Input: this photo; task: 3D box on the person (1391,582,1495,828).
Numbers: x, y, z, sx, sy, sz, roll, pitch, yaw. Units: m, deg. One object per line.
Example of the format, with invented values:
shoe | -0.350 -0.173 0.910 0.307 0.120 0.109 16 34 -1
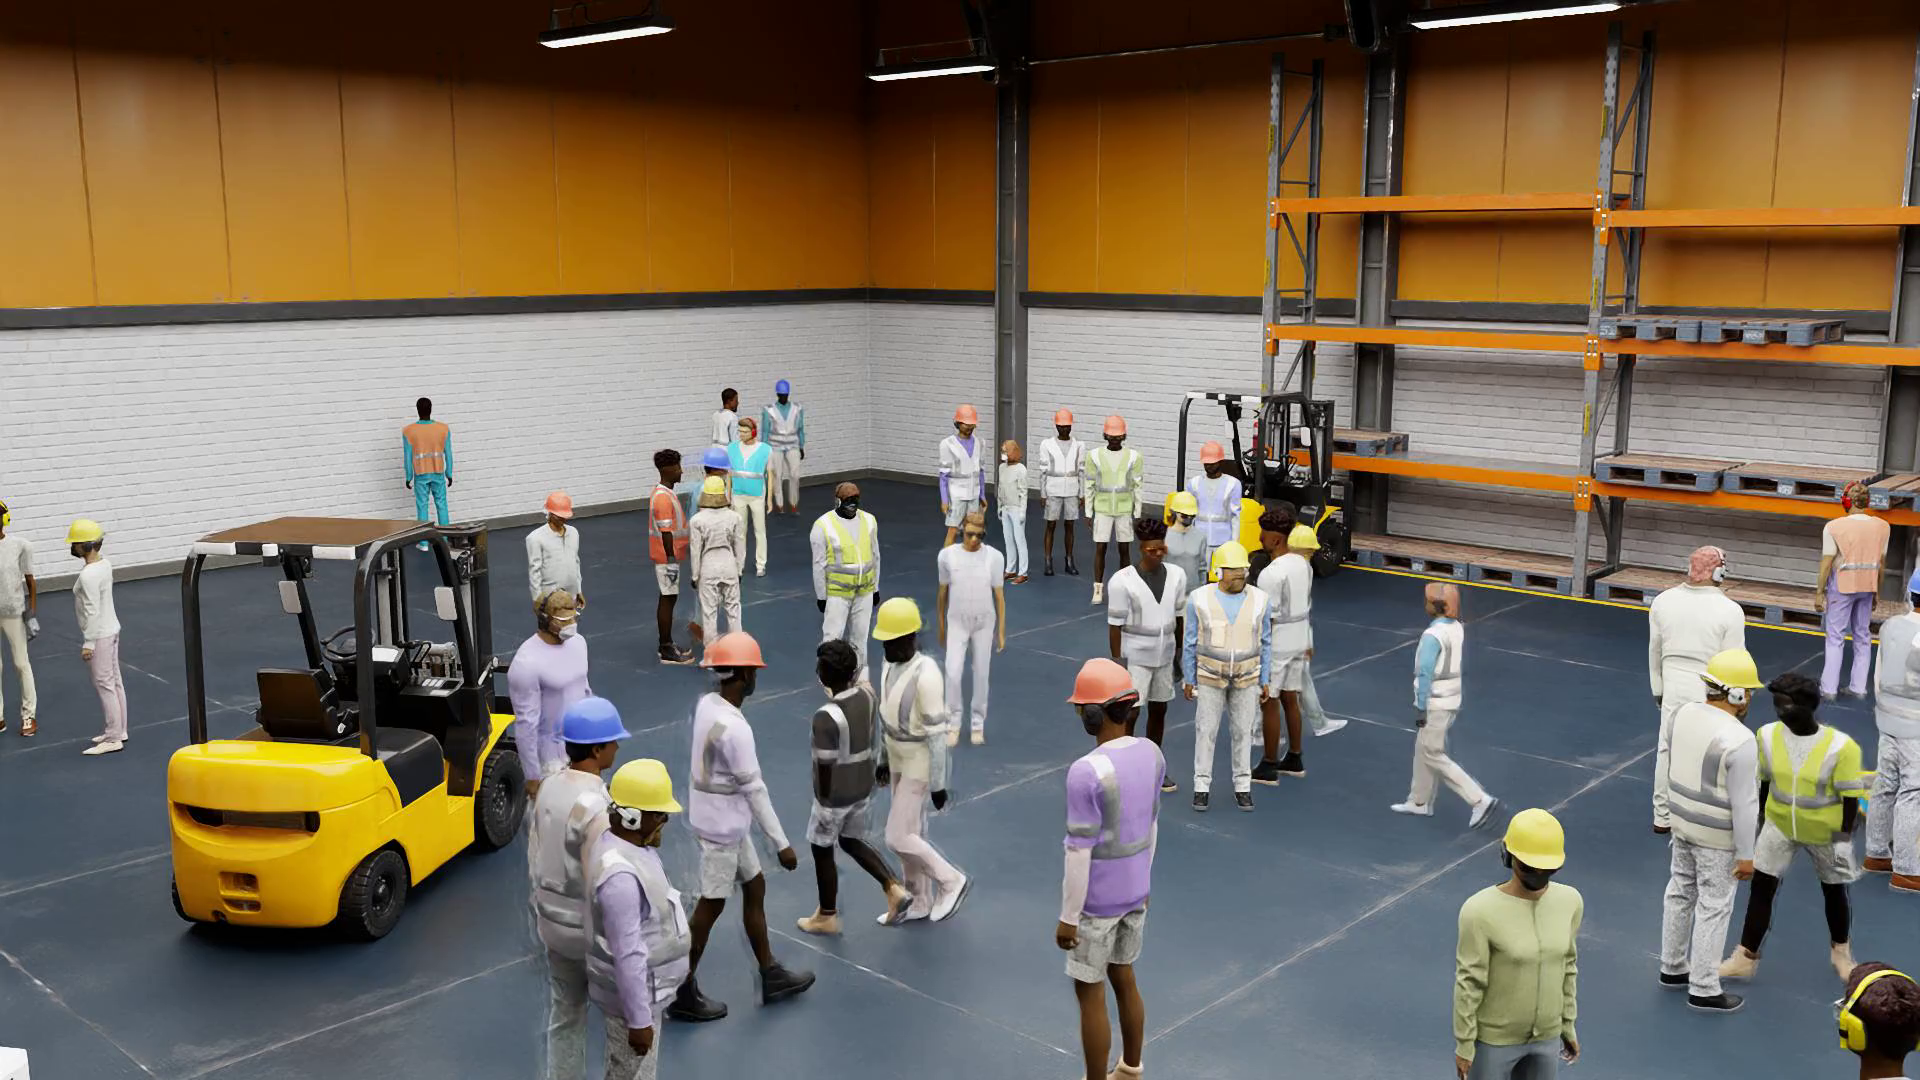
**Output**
person | 3.172 1.075 10.830 0.649 1.624 0.519 6 12 32

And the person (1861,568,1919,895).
person | 5.604 1.096 9.767 0.394 1.945 0.618 0 10 0

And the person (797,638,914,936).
person | -0.592 1.358 9.023 0.580 1.676 0.542 5 11 28

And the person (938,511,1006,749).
person | 0.086 0.677 12.522 0.512 1.816 0.540 0 10 0

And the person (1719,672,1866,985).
person | 4.304 1.479 8.472 0.727 1.652 0.567 -9 13 -41

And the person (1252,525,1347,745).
person | 2.612 0.724 12.575 0.851 1.697 0.498 -1 10 -7

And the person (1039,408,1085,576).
person | 1.186 -0.551 19.173 0.543 1.939 0.360 -2 10 -10

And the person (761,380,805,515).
person | -2.471 -1.288 23.416 0.646 1.919 0.741 -3 10 -16

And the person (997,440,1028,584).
person | 0.587 -0.319 18.752 0.288 1.628 0.502 -7 12 -34

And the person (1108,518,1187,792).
person | 1.290 0.801 11.438 0.610 1.957 0.394 -5 11 -25

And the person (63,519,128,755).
person | -6.466 0.718 12.443 0.318 1.766 0.530 -3 10 -15

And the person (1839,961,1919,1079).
person | 2.447 2.058 4.545 0.505 1.864 0.331 -2 10 -9

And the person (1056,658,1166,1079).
person | 0.622 1.510 7.190 0.403 2.031 0.613 8 13 38

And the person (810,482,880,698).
person | -0.942 0.420 13.964 0.619 1.836 0.431 -7 12 -33

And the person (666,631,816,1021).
person | -1.117 1.401 8.148 0.791 1.895 0.608 -3 10 -16

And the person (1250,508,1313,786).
person | 2.253 0.745 11.740 0.374 1.959 0.612 9 13 40

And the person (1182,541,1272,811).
person | 1.791 0.910 11.141 0.600 1.836 0.404 0 10 2

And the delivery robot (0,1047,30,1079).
delivery robot | -4.105 2.287 6.685 0.477 0.478 0.707 2 10 11

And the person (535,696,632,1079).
person | -1.474 1.591 6.983 0.617 1.925 0.622 -8 13 -39

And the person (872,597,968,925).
person | -0.269 1.228 9.143 0.470 1.900 0.597 -4 11 -21

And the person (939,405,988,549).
person | 0.059 -0.498 18.578 0.615 2.038 0.395 -7 12 -35

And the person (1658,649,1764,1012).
person | 3.725 1.430 8.239 0.403 1.821 0.600 -2 10 -12

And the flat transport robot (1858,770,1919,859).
flat transport robot | 6.235 1.756 10.780 0.652 0.197 1.431 1 10 7

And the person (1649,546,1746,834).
person | 4.697 0.980 10.567 0.407 1.903 0.639 -7 12 -34

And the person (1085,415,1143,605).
person | 1.622 -0.312 17.548 0.608 2.035 0.413 1 10 5

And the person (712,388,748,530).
person | -3.106 -1.061 22.140 0.375 1.916 0.592 -7 12 -35

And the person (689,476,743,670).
person | -2.182 0.292 14.928 0.484 1.745 0.307 -4 11 -20

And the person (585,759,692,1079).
person | -1.244 1.739 6.466 0.403 1.823 0.586 -2 10 -13

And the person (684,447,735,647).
person | -2.319 0.083 15.591 0.448 1.922 0.707 -3 10 -14

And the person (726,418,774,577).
person | -2.408 -0.490 19.109 0.563 1.838 0.390 2 10 11

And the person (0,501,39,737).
person | -7.387 0.599 12.820 0.510 1.872 0.329 -2 10 -11

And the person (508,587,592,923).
person | -2.237 1.199 9.248 0.381 1.929 0.636 4 11 19

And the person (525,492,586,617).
person | -3.375 0.452 14.013 0.339 1.742 0.563 6 12 32

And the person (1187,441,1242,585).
person | 2.436 0.002 16.054 0.542 1.931 0.383 4 11 22

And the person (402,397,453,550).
person | -6.635 -0.824 20.777 0.593 1.922 0.392 -5 11 -26

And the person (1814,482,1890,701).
person | 7.410 0.440 13.826 0.562 1.837 0.388 -1 10 -6

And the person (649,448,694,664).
person | -2.641 0.142 15.144 0.367 1.967 0.607 -2 10 -12

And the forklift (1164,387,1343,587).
forklift | 3.298 -0.608 18.767 1.214 2.155 2.313 9 13 42

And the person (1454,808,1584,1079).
person | 2.058 1.828 6.122 0.533 1.765 0.323 -3 10 -18

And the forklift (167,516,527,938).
forklift | -3.583 0.976 9.748 1.214 2.155 2.313 2 10 11

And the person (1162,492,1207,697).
person | 1.836 0.465 13.909 0.536 1.762 0.329 -3 11 -19
